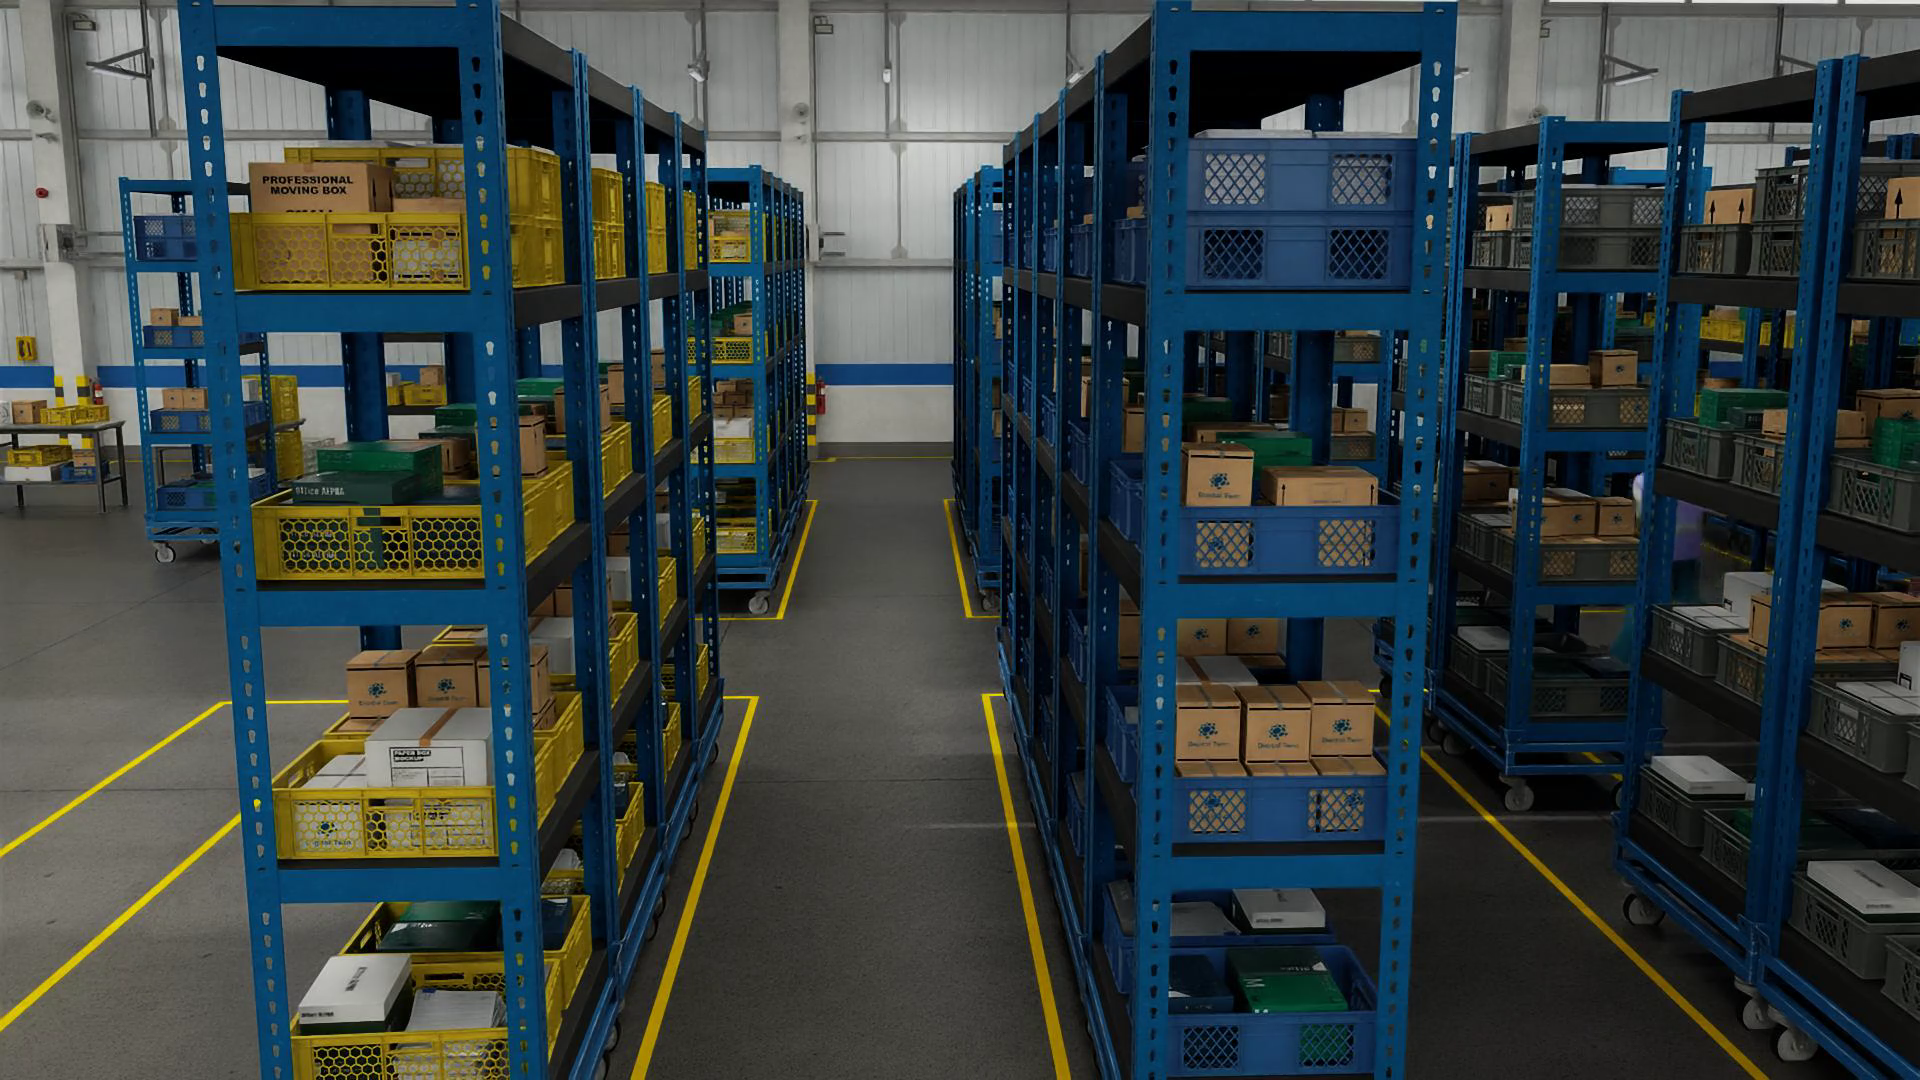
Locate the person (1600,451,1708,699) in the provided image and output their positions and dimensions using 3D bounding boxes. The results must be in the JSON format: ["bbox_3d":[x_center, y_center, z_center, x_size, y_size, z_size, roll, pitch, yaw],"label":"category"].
[{"bbox_3d":[4.734,0.116,11.220,0.575,1.795,0.972,-1,10,-3],"label":"person"}]

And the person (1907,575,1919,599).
[{"bbox_3d":[4.425,0.697,7.481,0.615,1.946,0.995,-1,10,-7],"label":"person"}]
